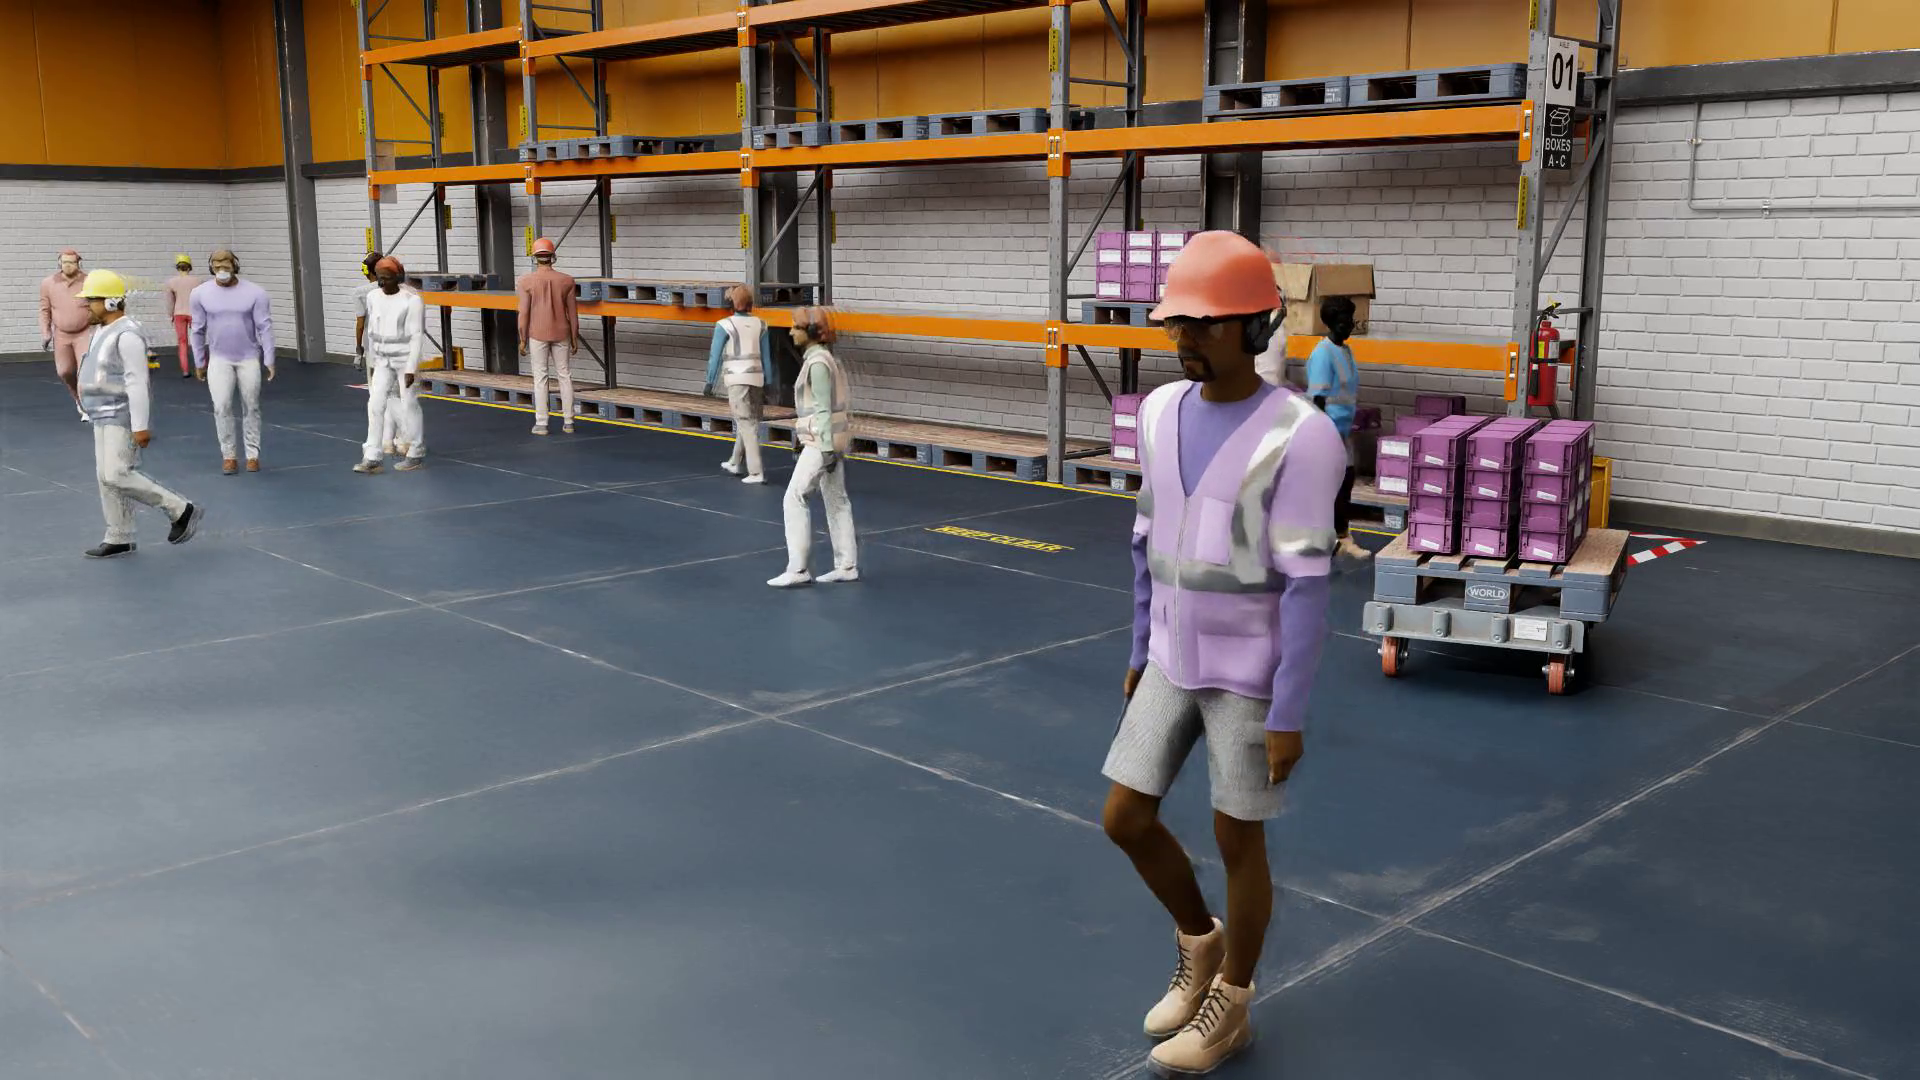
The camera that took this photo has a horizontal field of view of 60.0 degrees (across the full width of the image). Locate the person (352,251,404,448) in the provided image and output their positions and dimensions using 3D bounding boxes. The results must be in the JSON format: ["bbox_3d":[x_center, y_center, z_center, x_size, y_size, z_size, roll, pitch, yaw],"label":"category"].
[{"bbox_3d":[-5.520,-1.792,15.812,0.328,1.861,0.514,10,14,42],"label":"person"}]

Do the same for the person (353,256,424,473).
[{"bbox_3d":[-4.851,-1.468,14.078,0.655,1.843,0.839,4,11,21],"label":"person"}]

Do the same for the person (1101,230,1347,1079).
[{"bbox_3d":[0.589,0.305,3.928,0.421,2.024,0.646,-8,13,-38],"label":"person"}]

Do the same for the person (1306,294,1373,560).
[{"bbox_3d":[2.216,-0.694,10.335,0.659,1.664,0.549,6,12,28],"label":"person"}]

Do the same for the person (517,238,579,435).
[{"bbox_3d":[-4.206,-2.075,16.987,0.618,1.990,0.394,-6,12,-28],"label":"person"}]

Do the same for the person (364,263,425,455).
[{"bbox_3d":[-5.244,-1.679,15.355,0.629,1.803,0.690,2,11,12],"label":"person"}]

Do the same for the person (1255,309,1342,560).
[{"bbox_3d":[1.790,-0.653,9.633,0.845,1.857,0.646,2,11,11],"label":"person"}]

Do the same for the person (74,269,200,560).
[{"bbox_3d":[-5.227,-0.786,10.446,0.585,1.816,0.598,-9,14,-40],"label":"person"}]

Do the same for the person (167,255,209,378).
[{"bbox_3d":[-11.045,-3.204,23.828,0.548,1.728,0.743,-2,11,-9],"label":"person"}]

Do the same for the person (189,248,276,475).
[{"bbox_3d":[-6.129,-1.497,14.061,0.667,1.907,0.691,-3,11,-18],"label":"person"}]

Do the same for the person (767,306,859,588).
[{"bbox_3d":[-0.883,-0.530,9.582,0.645,1.616,0.529,0,10,-1],"label":"person"}]

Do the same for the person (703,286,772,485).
[{"bbox_3d":[-1.849,-1.273,13.655,0.807,1.601,0.531,10,14,43],"label":"person"}]

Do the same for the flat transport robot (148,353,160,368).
[{"bbox_3d":[-12.676,-2.757,25.405,0.652,0.197,1.431,-6,12,-31],"label":"flat transport robot"}]

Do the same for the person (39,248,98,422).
[{"bbox_3d":[-9.722,-2.258,18.296,0.645,1.883,0.720,-3,11,-15],"label":"person"}]
